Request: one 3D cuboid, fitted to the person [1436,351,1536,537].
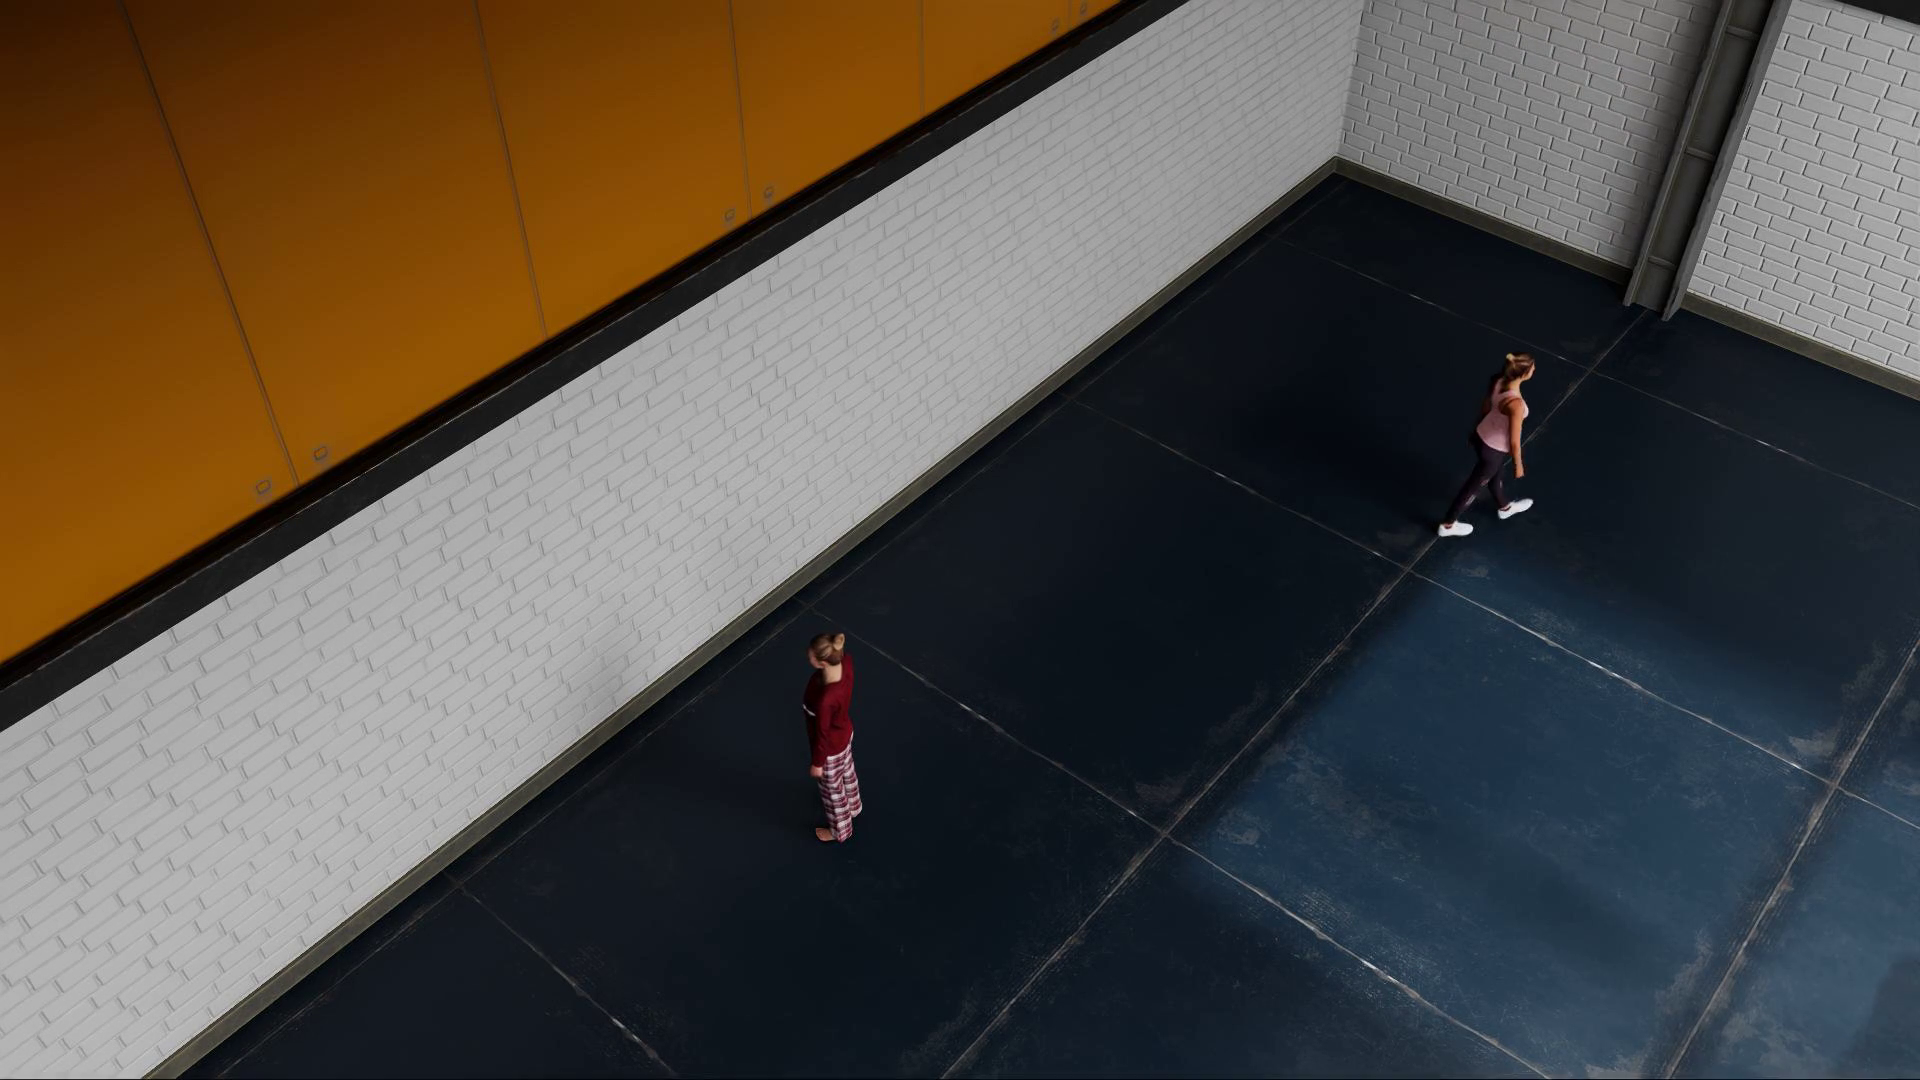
[{"bbox_3d":[3.598,-0.633,11.506,1.021,1.621,0.974,-5,44,-5],"label":"person"}]

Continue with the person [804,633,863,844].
[{"bbox_3d":[-0.742,1.124,9.602,0.669,1.702,0.682,8,44,8],"label":"person"}]
